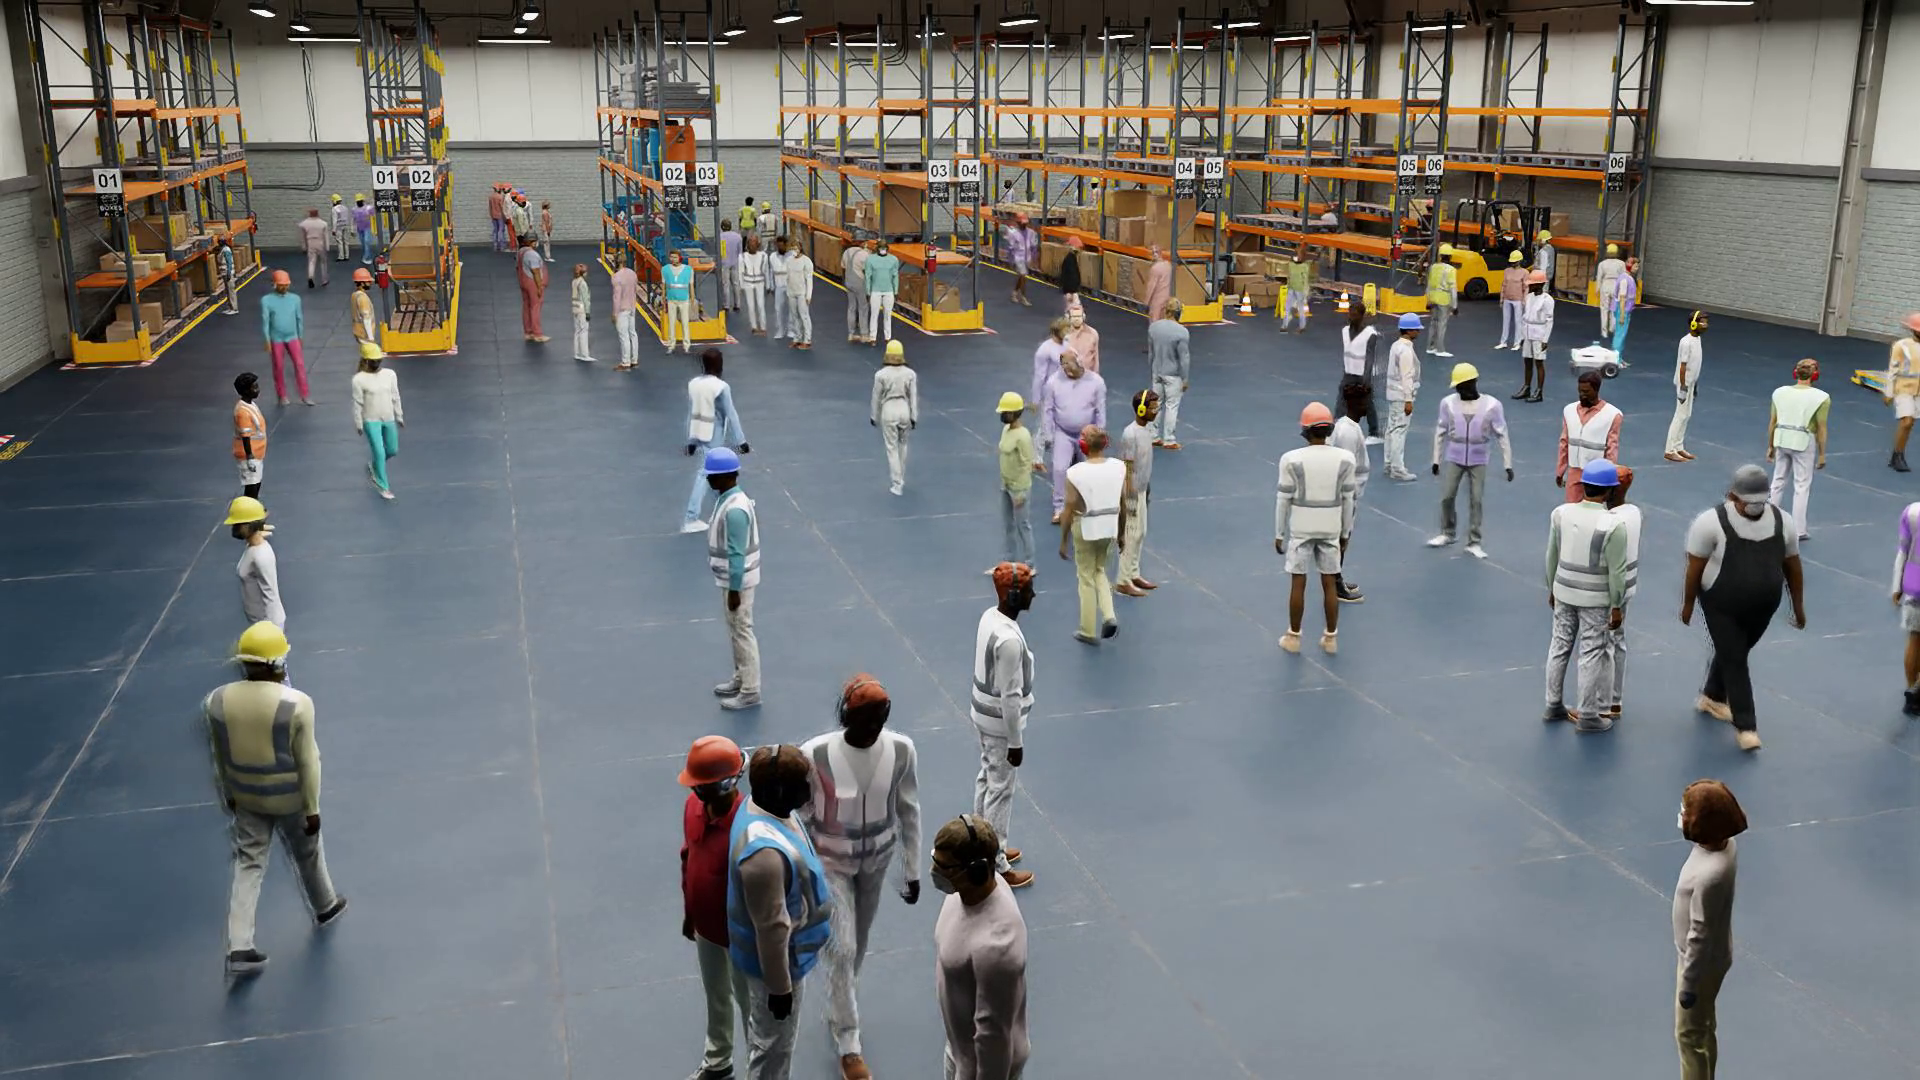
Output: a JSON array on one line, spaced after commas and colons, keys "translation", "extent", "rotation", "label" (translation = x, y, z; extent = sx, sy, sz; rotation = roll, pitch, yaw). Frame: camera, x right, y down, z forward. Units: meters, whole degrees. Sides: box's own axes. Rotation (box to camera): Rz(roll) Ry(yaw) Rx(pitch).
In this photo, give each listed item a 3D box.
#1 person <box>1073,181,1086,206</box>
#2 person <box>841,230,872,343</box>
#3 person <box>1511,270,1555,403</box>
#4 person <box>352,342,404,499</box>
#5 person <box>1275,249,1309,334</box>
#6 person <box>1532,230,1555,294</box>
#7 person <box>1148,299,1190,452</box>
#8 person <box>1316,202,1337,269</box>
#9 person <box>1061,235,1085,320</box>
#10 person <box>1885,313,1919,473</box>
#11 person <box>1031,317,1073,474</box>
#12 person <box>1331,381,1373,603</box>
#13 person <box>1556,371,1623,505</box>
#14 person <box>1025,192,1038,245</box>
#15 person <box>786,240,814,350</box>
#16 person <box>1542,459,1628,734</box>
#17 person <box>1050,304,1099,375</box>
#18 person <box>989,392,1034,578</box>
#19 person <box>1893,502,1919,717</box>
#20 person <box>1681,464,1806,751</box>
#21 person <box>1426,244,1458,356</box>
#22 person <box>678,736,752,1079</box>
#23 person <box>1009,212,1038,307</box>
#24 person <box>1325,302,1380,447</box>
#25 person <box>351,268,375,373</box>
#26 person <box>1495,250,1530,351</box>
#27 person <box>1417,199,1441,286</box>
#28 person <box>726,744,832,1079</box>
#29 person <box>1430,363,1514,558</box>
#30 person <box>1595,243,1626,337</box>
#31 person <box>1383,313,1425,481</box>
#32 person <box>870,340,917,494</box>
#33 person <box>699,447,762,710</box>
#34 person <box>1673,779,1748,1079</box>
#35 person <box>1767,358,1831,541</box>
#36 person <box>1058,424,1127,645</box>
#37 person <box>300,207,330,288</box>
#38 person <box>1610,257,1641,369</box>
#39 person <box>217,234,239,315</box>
[{"translation": [3.641, -9.986, 50.686], "extent": [0.381, 1.951, 0.605], "rotation": [-2, 15, -8], "label": "person"}, {"translation": [-1.814, -4.650, 30.433], "extent": [0.535, 2.000, 0.684], "rotation": [-14, 21, -43], "label": "person"}, {"translation": [8.411, -2.982, 24.364], "extent": [0.376, 1.934, 0.548], "rotation": [-6, 16, -21], "label": "person"}, {"translation": [-6.535, -1.357, 18.594], "extent": [0.625, 1.753, 0.520], "rotation": [13, 20, 41], "label": "person"}, {"translation": [6.293, -4.668, 31.345], "extent": [0.762, 1.599, 0.510], "rotation": [-13, 20, -41], "label": "person"}, {"translation": [11.558, -5.226, 33.003], "extent": [0.403, 1.830, 0.601], "rotation": [9, 17, 30], "label": "person"}, {"translation": [2.630, -2.070, 20.952], "extent": [0.383, 1.928, 0.635], "rotation": [-14, 20, -42], "label": "person"}, {"translation": [9.564, -7.970, 43.503], "extent": [0.561, 1.729, 0.712], "rotation": [-8, 17, -28], "label": "person"}, {"translation": [2.037, -4.498, 29.998], "extent": [0.430, 1.967, 0.638], "rotation": [1, 15, 2], "label": "person"}, {"translation": [11.351, -1.744, 19.734], "extent": [0.555, 1.908, 0.651], "rotation": [-1, 15, -3], "label": "person"}, {"translation": [1.186, -1.657, 19.477], "extent": [1.002, 1.883, 0.639], "rotation": [10, 18, 34], "label": "person"}, {"translation": [3.437, -0.444, 14.749], "extent": [0.374, 1.966, 0.608], "rotation": [3, 15, 10], "label": "person"}, {"translation": [5.882, -0.642, 15.619], "extent": [0.415, 1.906, 0.598], "rotation": [-11, 18, -35], "label": "person"}, {"translation": [2.048, -9.043, 47.374], "extent": [0.556, 1.821, 0.979], "rotation": [-7, 16, -23], "label": "person"}, {"translation": [-2.851, -4.358, 29.559], "extent": [0.627, 1.932, 0.368], "rotation": [14, 20, 42], "label": "person"}, {"translation": [4.387, 0.388, 11.657], "extent": [0.397, 1.944, 0.616], "rotation": [-9, 17, -31], "label": "person"}, {"translation": [1.423, -1.973, 20.619], "extent": [0.651, 1.906, 0.402], "rotation": [-3, 15, -12], "label": "person"}, {"translation": [0.487, -0.497, 15.344], "extent": [0.339, 1.765, 0.533], "rotation": [-6, 16, -21], "label": "person"}, {"translation": [6.923, 0.355, 11.844], "extent": [0.551, 1.913, 0.551], "rotation": [-14, 20, -41], "label": "person"}, {"translation": [5.424, 0.386, 11.486], "extent": [0.765, 2.000, 0.990], "rotation": [-1, 15, -4], "label": "person"}, {"translation": [8.300, -4.119, 28.680], "extent": [0.386, 1.913, 0.619], "rotation": [-8, 17, -28], "label": "person"}, {"translation": [-1.028, 1.664, 7.238], "extent": [0.562, 1.746, 0.339], "rotation": [13, 20, 40], "label": "person"}, {"translation": [1.319, -6.064, 35.842], "extent": [0.622, 2.008, 0.991], "rotation": [-7, 17, -26], "label": "person"}, {"translation": [5.039, -2.098, 21.166], "extent": [0.999, 1.865, 0.611], "rotation": [-9, 17, -30], "label": "person"}, {"translation": [-8.747, -3.025, 24.516], "extent": [0.361, 1.939, 0.542], "rotation": [-10, 18, -33], "label": "person"}, {"translation": [9.779, -4.233, 29.410], "extent": [0.323, 1.761, 0.523], "rotation": [-13, 19, -39], "label": "person"}, {"translation": [11.137, -7.054, 39.477], "extent": [0.373, 2.042, 0.615], "rotation": [-13, 19, -40], "label": "person"}, {"translation": [-0.742, 1.710, 6.885], "extent": [0.429, 1.841, 0.633], "rotation": [-2, 15, -7], "label": "person"}, {"translation": [4.997, -0.775, 16.135], "extent": [0.788, 1.902, 0.451], "rotation": [7, 16, 24], "label": "person"}, {"translation": [12.154, -4.681, 31.143], "extent": [0.519, 1.719, 0.558], "rotation": [4, 15, 13], "label": "person"}, {"translation": [5.170, -1.677, 19.423], "extent": [0.389, 1.949, 0.604], "rotation": [0, 15, 1], "label": "person"}, {"translation": [-0.778, -1.414, 18.896], "extent": [0.492, 1.713, 0.814], "rotation": [-6, 16, -22], "label": "person"}, {"translation": [-1.664, 0.269, 12.129], "extent": [0.420, 1.937, 0.608], "rotation": [-4, 15, -15], "label": "person"}, {"translation": [3.114, 1.780, 7.038], "extent": [0.284, 1.629, 0.499], "rotation": [8, 17, 27], "label": "person"}, {"translation": [8.404, -0.907, 16.749], "extent": [0.382, 1.835, 0.563], "rotation": [-10, 18, -34], "label": "person"}, {"translation": [1.073, -0.031, 13.448], "extent": [0.594, 1.830, 0.443], "rotation": [-9, 17, -30], "label": "person"}, {"translation": [-15.222, -6.913, 39.284], "extent": [0.651, 1.876, 0.904], "rotation": [-2, 15, -8], "label": "person"}, {"translation": [10.944, -3.747, 27.449], "extent": [0.399, 1.832, 0.571], "rotation": [8, 17, 28], "label": "person"}, {"translation": [-15.123, -5.477, 34.314], "extent": [0.306, 1.639, 0.523], "rotation": [-10, 18, -33], "label": "person"}]
